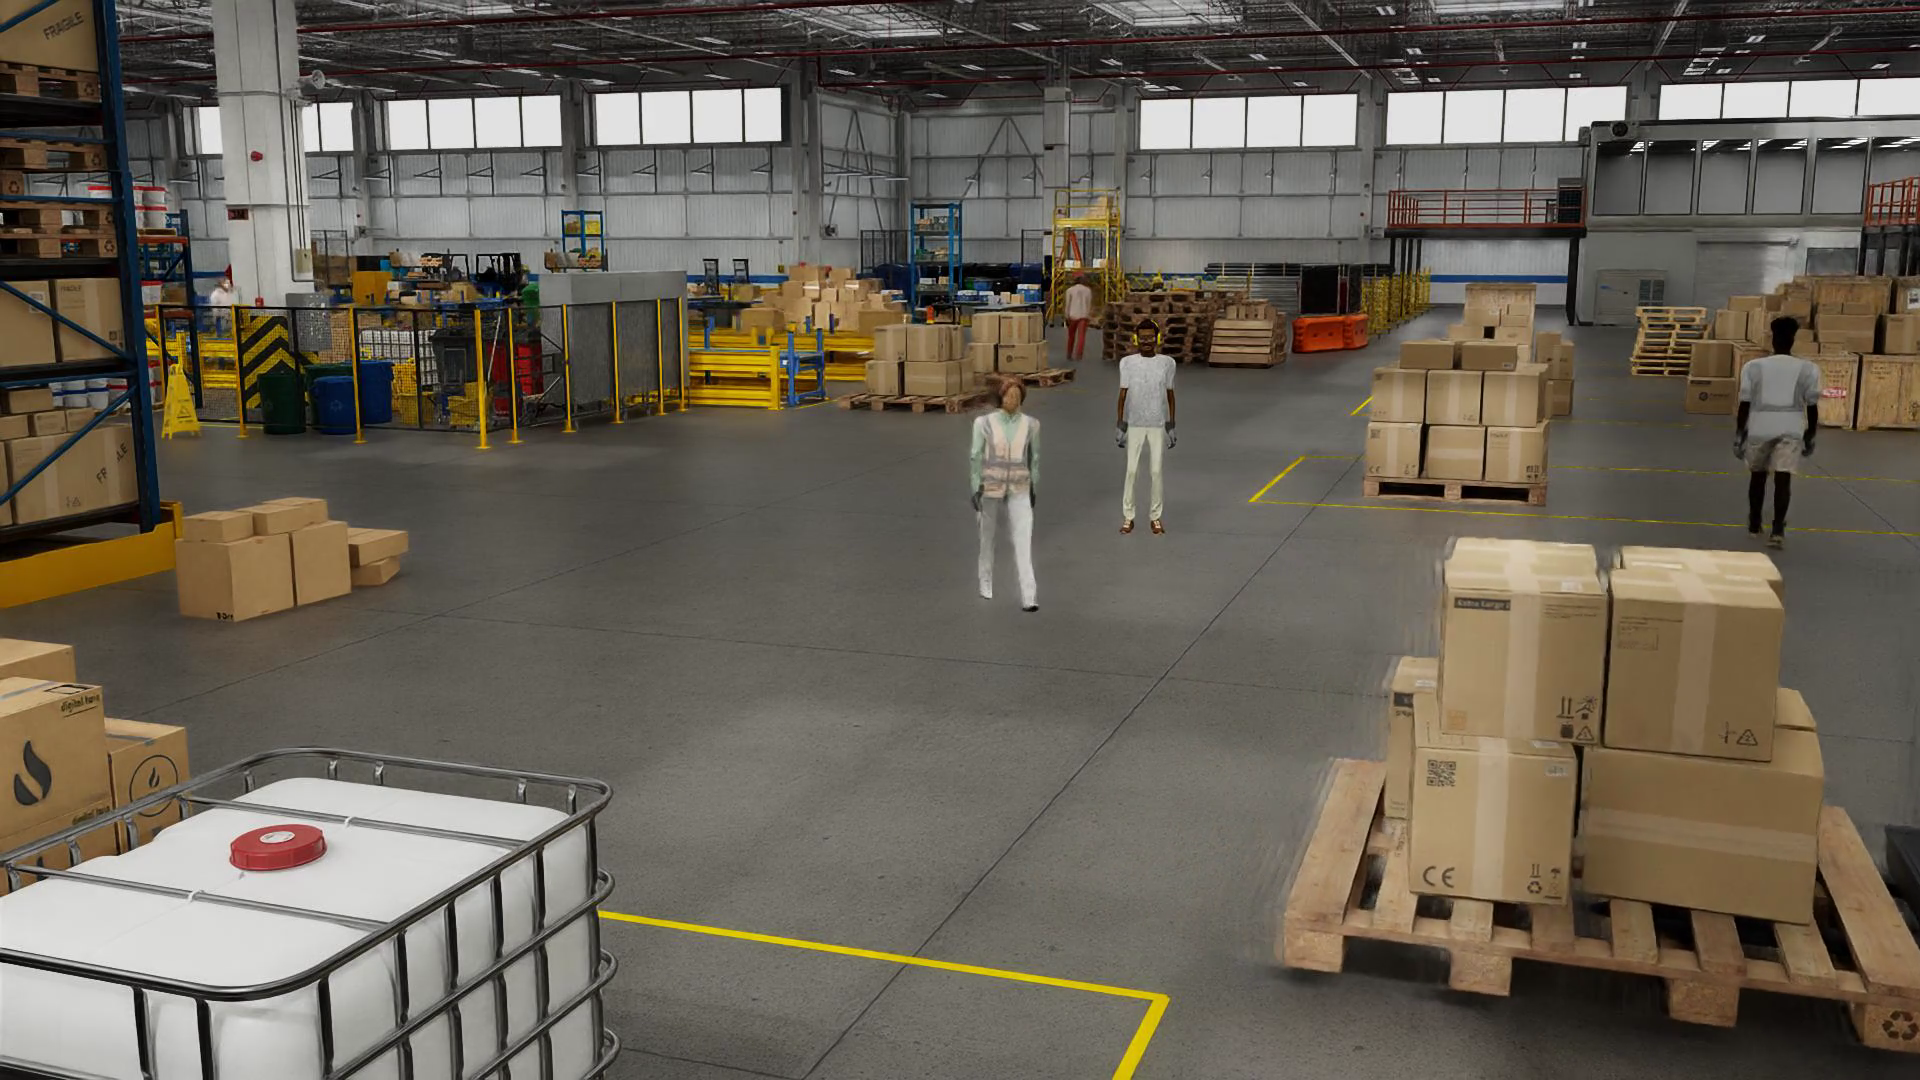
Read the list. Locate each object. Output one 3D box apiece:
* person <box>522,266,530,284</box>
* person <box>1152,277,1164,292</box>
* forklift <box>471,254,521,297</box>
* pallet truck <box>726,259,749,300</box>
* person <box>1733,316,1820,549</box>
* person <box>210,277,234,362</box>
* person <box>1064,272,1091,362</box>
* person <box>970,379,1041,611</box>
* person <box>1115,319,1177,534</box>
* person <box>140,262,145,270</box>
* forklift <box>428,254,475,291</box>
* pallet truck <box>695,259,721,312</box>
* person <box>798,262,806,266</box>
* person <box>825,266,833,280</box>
[{"bbox_3d":[-15.287,-8.792,58.799,0.638,1.747,0.545,-3,10,-14],"label":"person"},{"bbox_3d":[4.712,-5.411,39.746,0.294,1.744,0.487,3,11,16],"label":"person"},{"bbox_3d":[-17.990,-10.121,64.684,1.157,1.987,2.680,3,11,17],"label":"forklift"},{"bbox_3d":[-7.986,-9.493,62.019,0.823,1.965,1.885,3,11,17],"label":"pallet truck"},{"bbox_3d":[6.809,-0.902,13.880,0.623,1.924,0.997,5,11,25],"label":"person"},{"bbox_3d":[-14.963,-4.442,33.983,1.008,1.849,0.671,5,11,24],"label":"person"},{"bbox_3d":[2.530,-4.802,35.802,0.605,1.929,1.057,-1,10,-5],"label":"person"},{"bbox_3d":[0.309,-0.323,11.526,0.526,1.591,0.878,-2,10,-10],"label":"person"},{"bbox_3d":[1.615,-0.975,14.413,0.532,1.869,0.311,1,10,4],"label":"person"},{"bbox_3d":[-31.908,-9.917,64.909,0.626,1.822,0.569,7,12,33],"label":"person"},{"bbox_3d":[-20.133,-10.254,65.465,1.157,1.987,2.680,3,11,19],"label":"forklift"},{"bbox_3d":[-9.165,-9.627,62.776,0.823,1.965,1.885,4,11,23],"label":"pallet truck"},{"bbox_3d":[-4.746,-7.584,51.342,1.066,1.988,0.633,5,11,26],"label":"person"},{"bbox_3d":[-3.799,-7.056,48.628,0.577,1.883,0.853,-8,13,-37],"label":"person"}]
